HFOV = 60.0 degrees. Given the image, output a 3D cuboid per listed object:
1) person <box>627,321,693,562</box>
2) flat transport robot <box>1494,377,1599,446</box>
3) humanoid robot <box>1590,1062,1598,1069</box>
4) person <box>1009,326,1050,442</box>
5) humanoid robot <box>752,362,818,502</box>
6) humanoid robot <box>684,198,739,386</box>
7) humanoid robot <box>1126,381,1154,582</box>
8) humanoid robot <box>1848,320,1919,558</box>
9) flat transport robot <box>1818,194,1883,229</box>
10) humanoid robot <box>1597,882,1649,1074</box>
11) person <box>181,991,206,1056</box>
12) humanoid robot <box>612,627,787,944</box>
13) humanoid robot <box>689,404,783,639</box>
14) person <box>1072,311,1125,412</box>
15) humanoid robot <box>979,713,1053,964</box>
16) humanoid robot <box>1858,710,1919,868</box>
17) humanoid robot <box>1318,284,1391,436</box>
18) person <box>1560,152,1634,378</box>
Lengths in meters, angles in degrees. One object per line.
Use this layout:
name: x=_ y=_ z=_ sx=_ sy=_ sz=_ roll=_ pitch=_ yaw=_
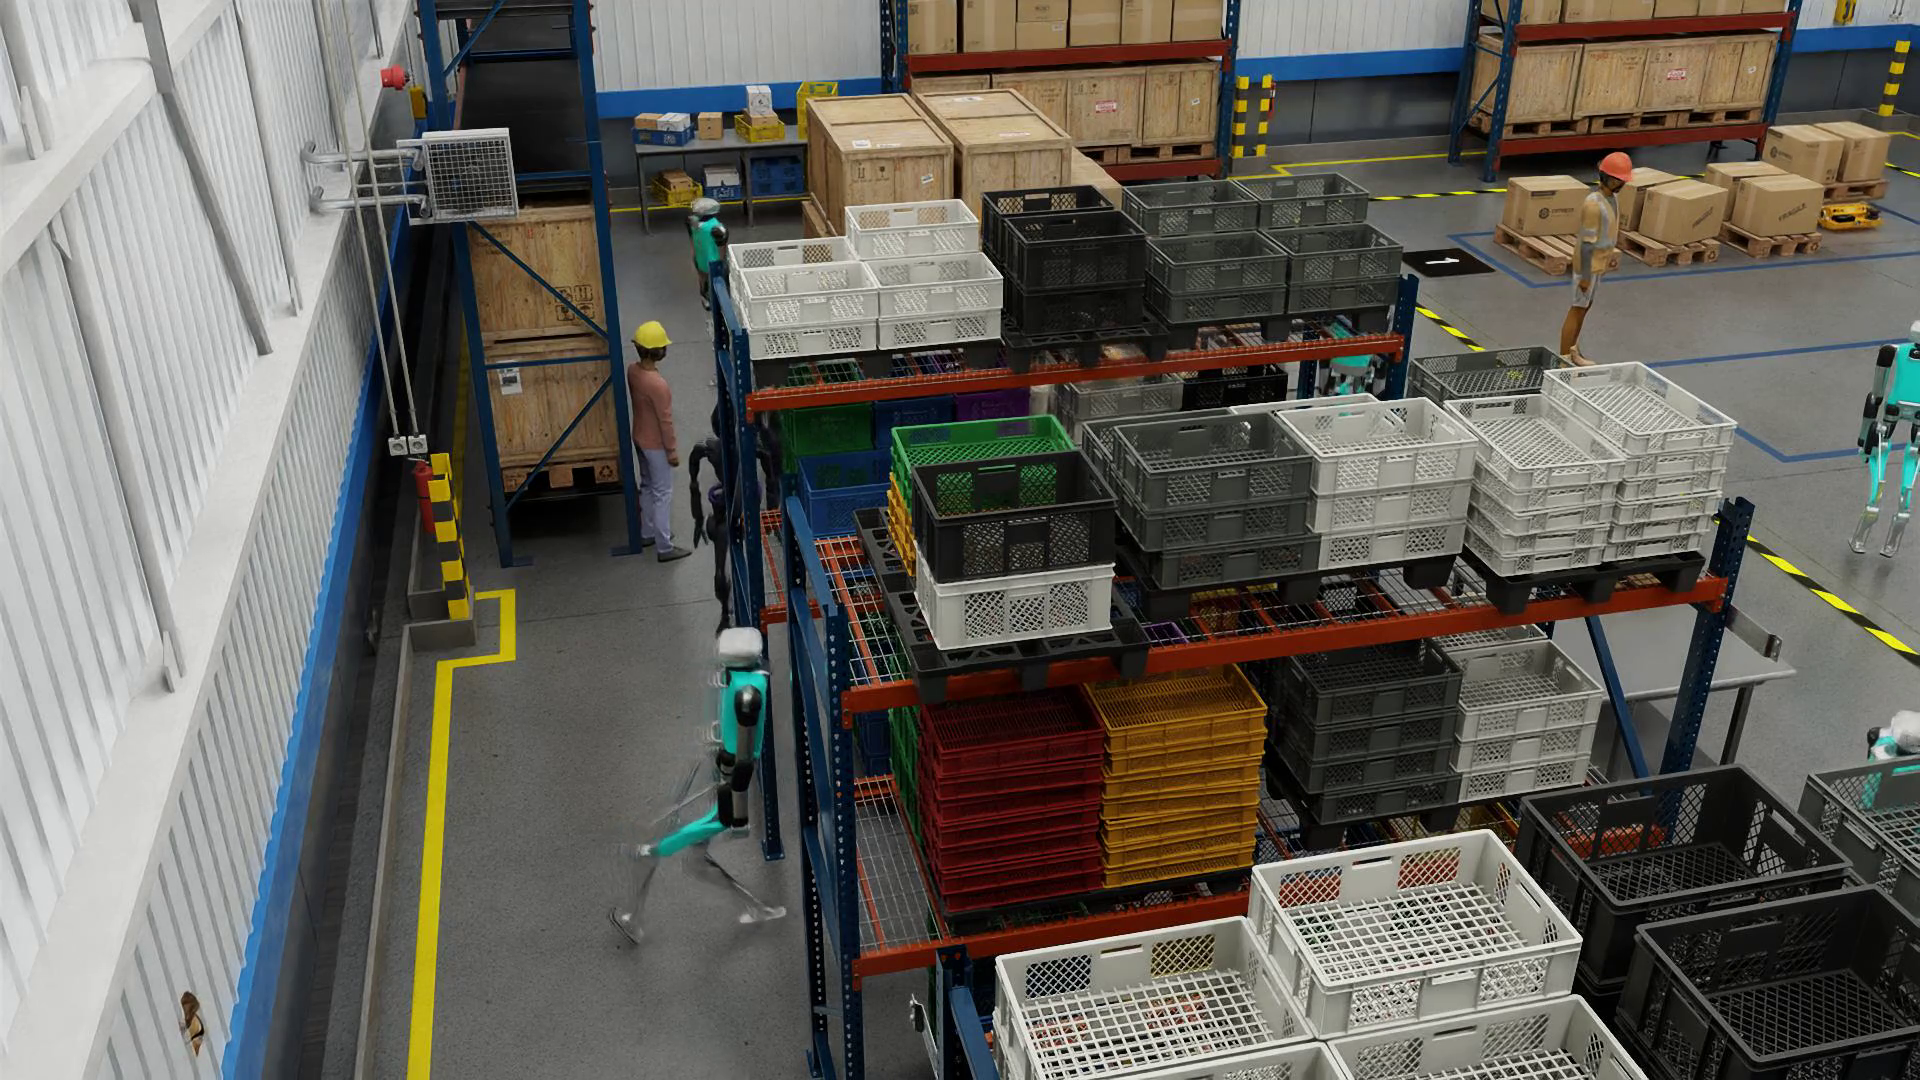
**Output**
person: x=-2.146 y=-0.704 z=11.787 sx=0.336 sy=1.760 sz=0.528 roll=-18 pitch=32 yaw=-30
flat transport robot: x=4.780 y=-1.036 z=14.013 sx=0.659 sy=0.231 sz=1.431 roll=-6 pitch=28 yaw=-12
humanoid robot: x=2.116 y=2.314 z=6.175 sx=0.638 sy=1.632 sz=0.608 roll=-4 pitch=28 yaw=-8
person: x=0.467 y=-0.635 z=11.571 sx=0.354 sy=1.839 sz=0.529 roll=-15 pitch=31 yaw=-27
humanoid robot: x=-1.255 y=-0.835 z=12.122 sx=0.599 sy=1.646 sz=0.421 roll=-21 pitch=35 yaw=-35
humanoid robot: x=-1.956 y=-2.162 z=14.580 sx=0.782 sy=1.779 sz=0.530 roll=-23 pitch=35 yaw=-36
humanoid robot: x=1.044 y=-0.223 z=10.932 sx=1.046 sy=1.741 sz=0.557 roll=-11 pitch=30 yaw=-19
humanoid robot: x=6.515 y=-0.636 z=11.533 sx=0.533 sy=1.677 sz=0.735 roll=13 pitch=31 yaw=24
flat transport robot: x=10.067 y=-3.968 z=19.545 sx=0.652 sy=0.197 sz=1.431 roll=-6 pitch=28 yaw=-12
humanoid robot: x=2.595 y=2.006 z=6.745 sx=0.630 sy=1.642 sz=0.589 roll=-6 pitch=28 yaw=-11
person: x=-2.696 y=2.367 z=5.879 sx=0.390 sy=1.836 sz=0.563 roll=-19 pitch=33 yaw=-32
humanoid robot: x=-1.383 y=1.241 z=8.138 sx=0.986 sy=1.757 sz=0.548 roll=-4 pitch=28 yaw=-8
humanoid robot: x=-1.443 y=-0.129 z=10.786 sx=0.609 sy=1.644 sz=0.524 roll=-1 pitch=28 yaw=-1
person: x=0.929 y=-0.739 z=11.700 sx=0.446 sy=1.908 sz=0.557 roll=18 pitch=33 yaw=31
humanoid robot: x=0.345 y=1.314 z=8.057 sx=0.656 sy=1.636 sz=0.598 roll=-9 pitch=29 yaw=-17
humanoid robot: x=4.403 y=1.578 z=7.524 sx=1.006 sy=1.773 sz=0.530 roll=4 pitch=28 yaw=8
humanoid robot: x=3.095 y=-1.216 z=12.839 sx=0.535 sy=1.767 sz=1.030 roll=16 pitch=32 yaw=28
person: x=5.639 y=-2.434 z=14.774 sx=0.389 sy=2.035 sz=0.604 roll=17 pitch=32 yaw=29
